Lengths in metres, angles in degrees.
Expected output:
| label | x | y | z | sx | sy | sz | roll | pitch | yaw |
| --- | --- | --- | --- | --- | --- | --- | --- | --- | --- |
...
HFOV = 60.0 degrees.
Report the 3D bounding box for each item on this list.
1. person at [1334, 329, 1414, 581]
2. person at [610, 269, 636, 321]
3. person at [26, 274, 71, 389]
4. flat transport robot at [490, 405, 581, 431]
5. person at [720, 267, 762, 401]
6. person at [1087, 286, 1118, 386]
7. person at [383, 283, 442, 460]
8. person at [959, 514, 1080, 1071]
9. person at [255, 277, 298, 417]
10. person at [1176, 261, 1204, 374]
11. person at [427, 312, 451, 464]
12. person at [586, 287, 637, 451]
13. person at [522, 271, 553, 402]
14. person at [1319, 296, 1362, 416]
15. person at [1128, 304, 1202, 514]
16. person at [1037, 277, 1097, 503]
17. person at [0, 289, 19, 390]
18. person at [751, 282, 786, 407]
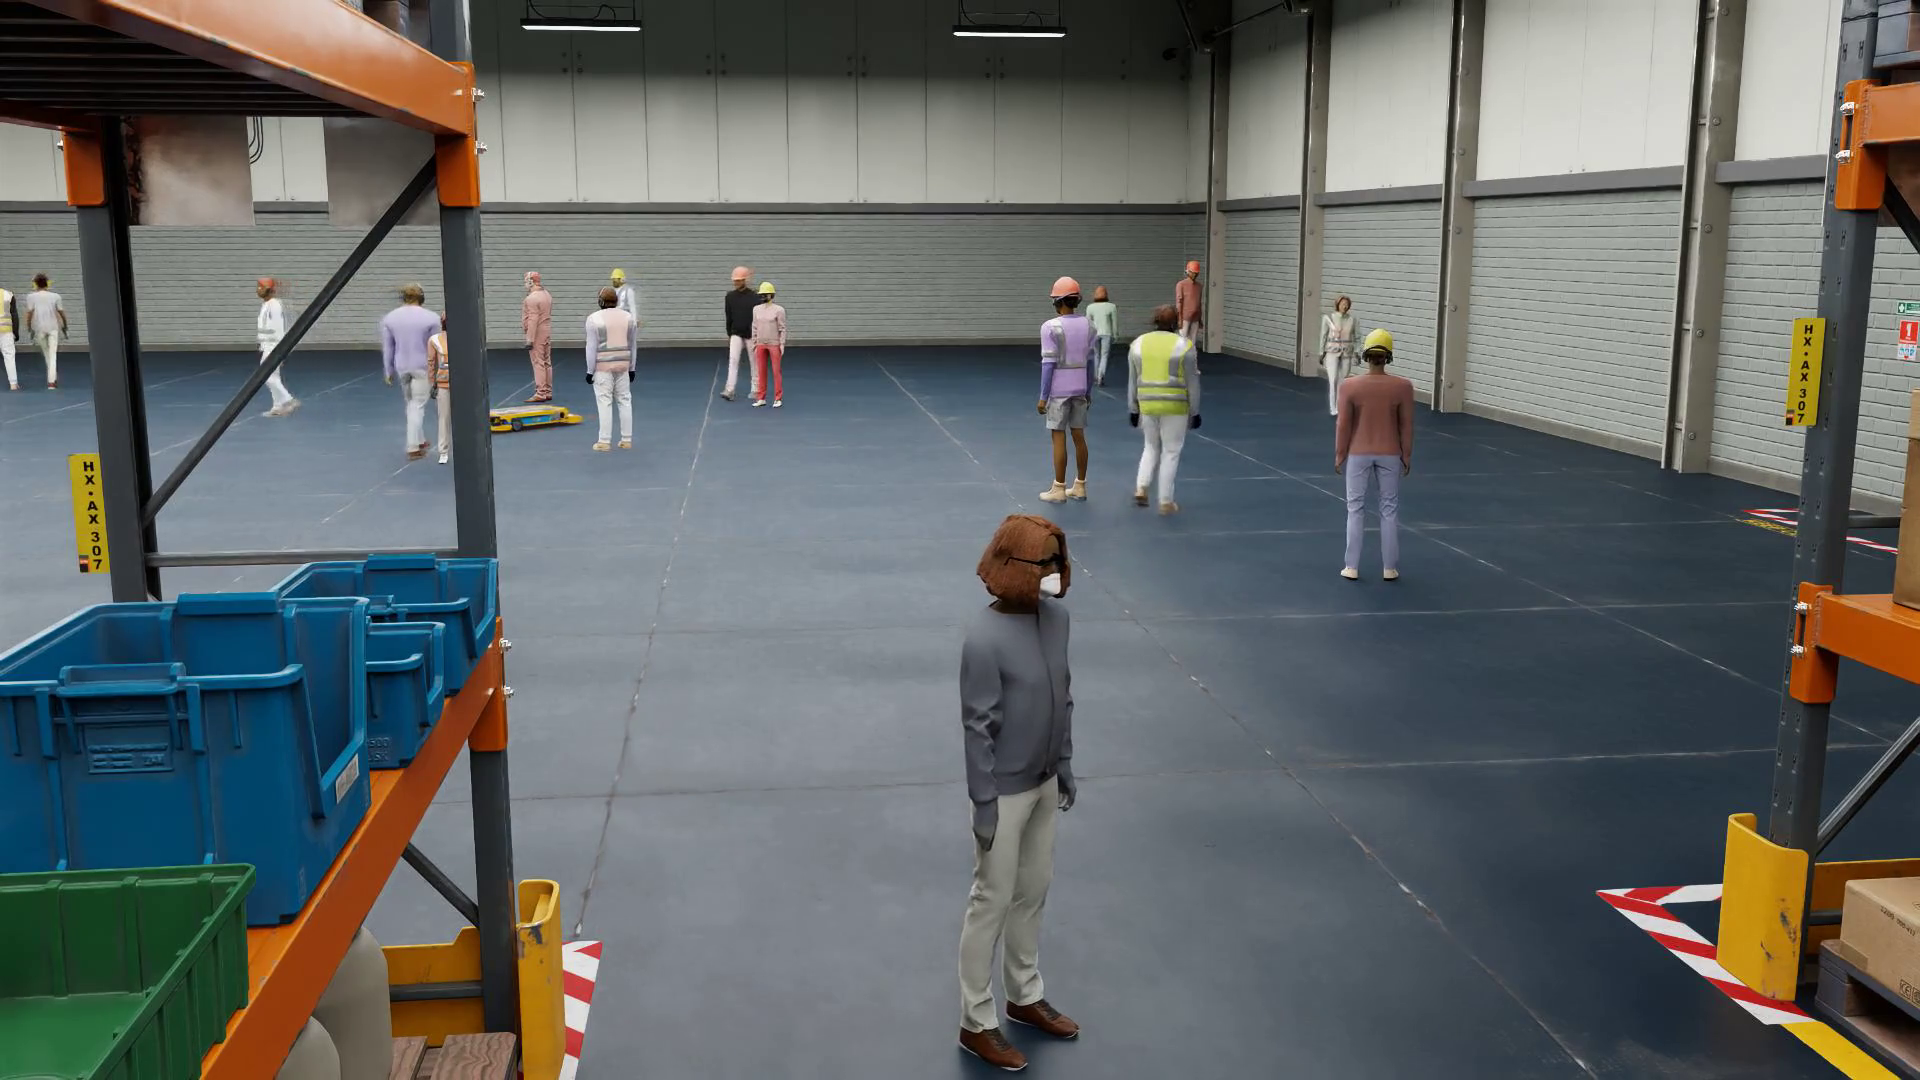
| label | x | y | z | sx | sy | sz | roll | pitch | yaw |
| --- | --- | --- | --- | --- | --- | --- | --- | --- | --- |
| person | 2.894 | -0.589 | 11.657 | 0.535 | 1.767 | 0.317 | 1 | 10 | 8 |
| person | -6.383 | -4.104 | 30.834 | 0.626 | 1.793 | 0.872 | 8 | 13 | 36 |
| person | -14.559 | -3.328 | 26.570 | 0.543 | 1.797 | 1.014 | -3 | 11 | -16 |
| flat transport robot | -5.554 | -1.550 | 21.023 | 0.652 | 0.197 | 1.431 | 7 | 13 | 35 |
| person | -3.207 | -3.017 | 24.443 | 0.634 | 1.944 | 0.975 | 3 | 11 | 16 |
| person | 2.289 | -3.321 | 27.066 | 0.502 | 1.605 | 0.746 | 3 | 11 | 16 |
| person | -5.900 | -1.848 | 18.184 | 0.625 | 1.900 | 0.911 | 2 | 10 | 10 |
| person | 0.175 | 0.722 | 4.860 | 0.281 | 1.624 | 0.493 | 7 | 12 | 32 |
| person | -9.214 | -2.562 | 22.181 | 0.408 | 1.867 | 0.584 | -6 | 12 | -28 |
| person | 4.016 | -3.867 | 29.023 | 0.609 | 1.985 | 0.392 | -8 | 13 | -38 |
| person | -5.389 | -1.629 | 17.707 | 0.525 | 1.637 | 0.307 | -4 | 11 | -23 |
| person | -3.948 | -1.926 | 18.777 | 0.634 | 1.842 | 0.429 | -9 | 14 | -40 |
| person | -6.185 | -2.959 | 24.279 | 0.407 | 1.902 | 0.639 | 1 | 10 | 8 |
| person | 5.111 | -2.445 | 22.228 | 0.546 | 1.606 | 0.745 | 0 | 10 | -2 |
| person | 1.781 | -1.132 | 14.456 | 0.636 | 1.828 | 0.441 | 7 | 12 | 33 |
| person | 0.951 | -1.354 | 15.088 | 0.607 | 2.044 | 0.376 | -8 | 13 | -36 |
| person | -15.146 | -3.272 | 26.153 | 0.633 | 1.843 | 0.429 | -6 | 12 | -31 |
| person | -2.715 | -2.758 | 23.541 | 0.523 | 1.769 | 0.322 | 4 | 11 | 20 |
